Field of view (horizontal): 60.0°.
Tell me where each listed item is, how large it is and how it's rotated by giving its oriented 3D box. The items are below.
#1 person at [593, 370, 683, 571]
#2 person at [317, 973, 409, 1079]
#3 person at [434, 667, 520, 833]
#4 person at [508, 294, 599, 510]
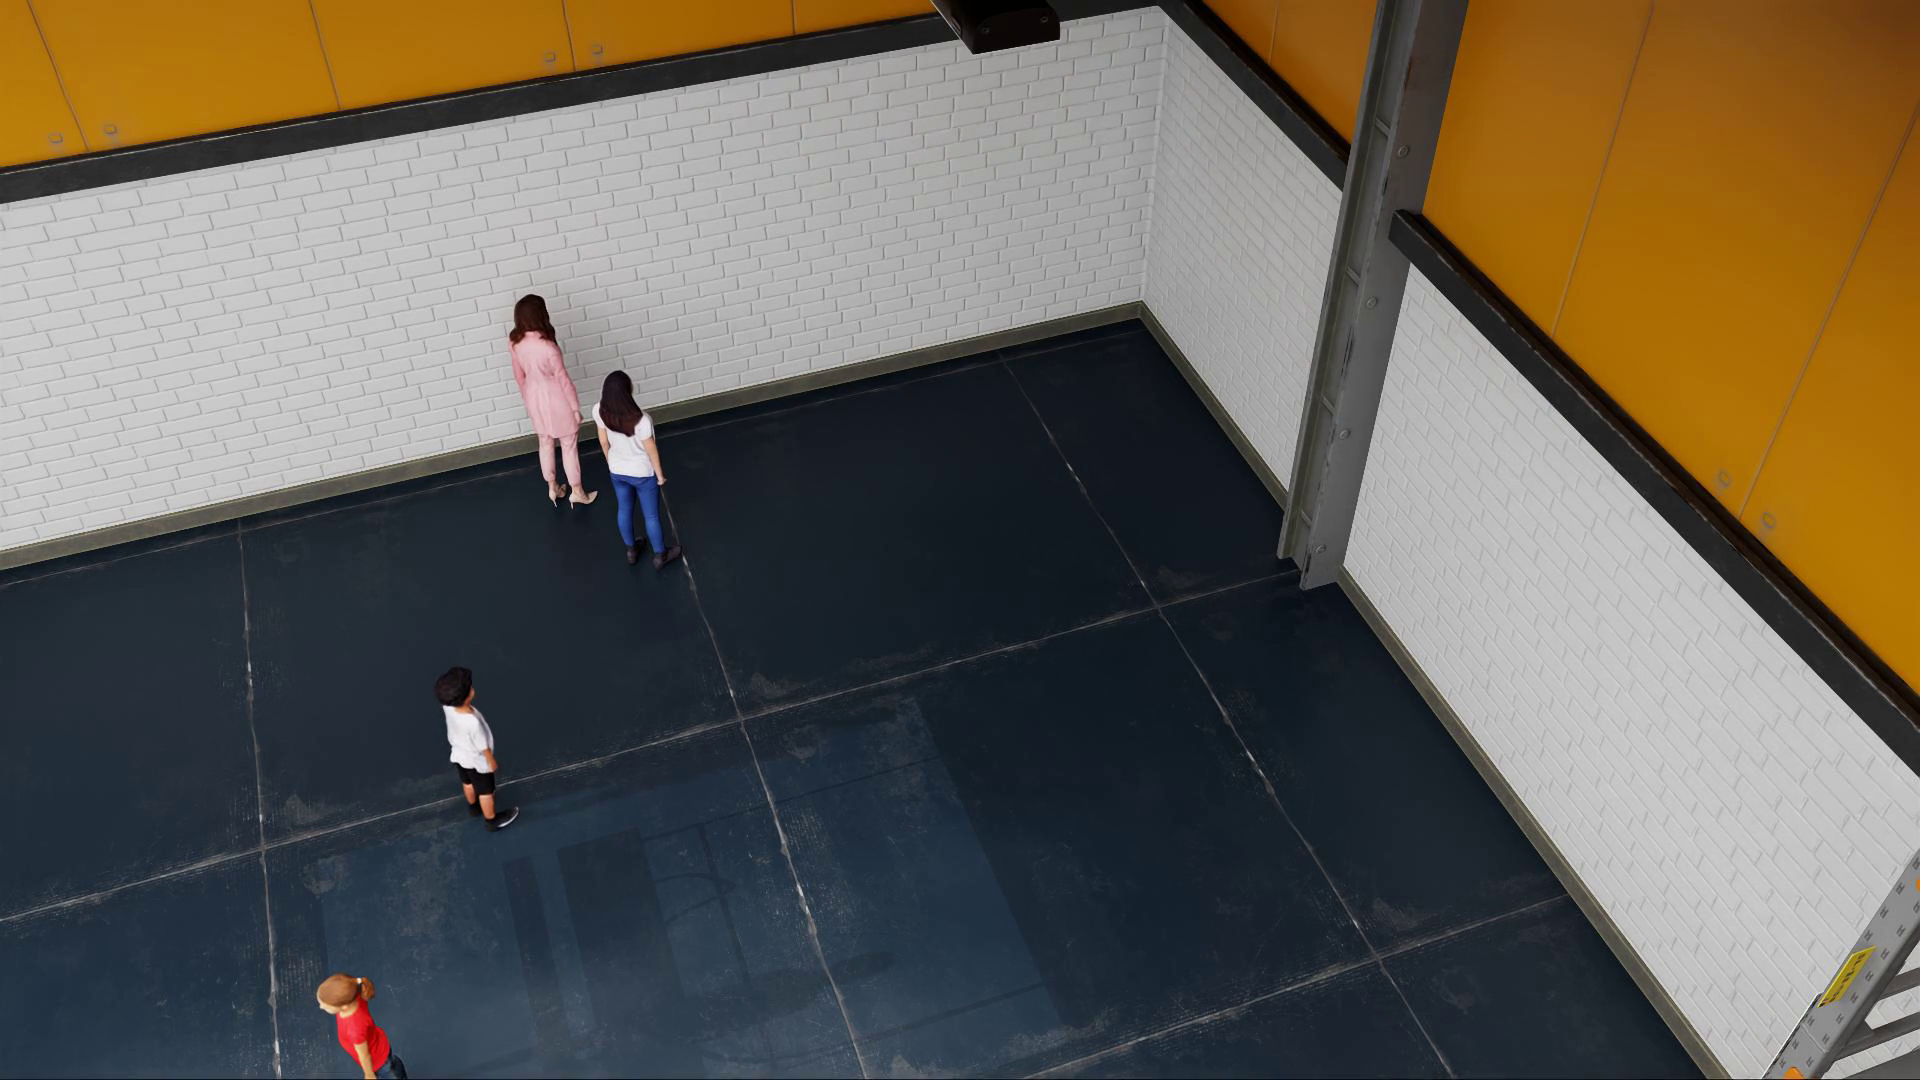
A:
[{"bbox_3d":[-2.235,-0.461,11.383,0.675,1.685,0.722,15,46,15],"label":"person"},{"bbox_3d":[-2.985,2.585,8.460,0.551,1.307,0.442,-21,47,-20],"label":"person"},{"bbox_3d":[-2.914,1.252,9.899,0.534,1.252,0.623,31,51,28],"label":"person"},{"bbox_3d":[-2.917,-0.951,11.812,0.686,1.803,0.732,15,46,15],"label":"person"}]
